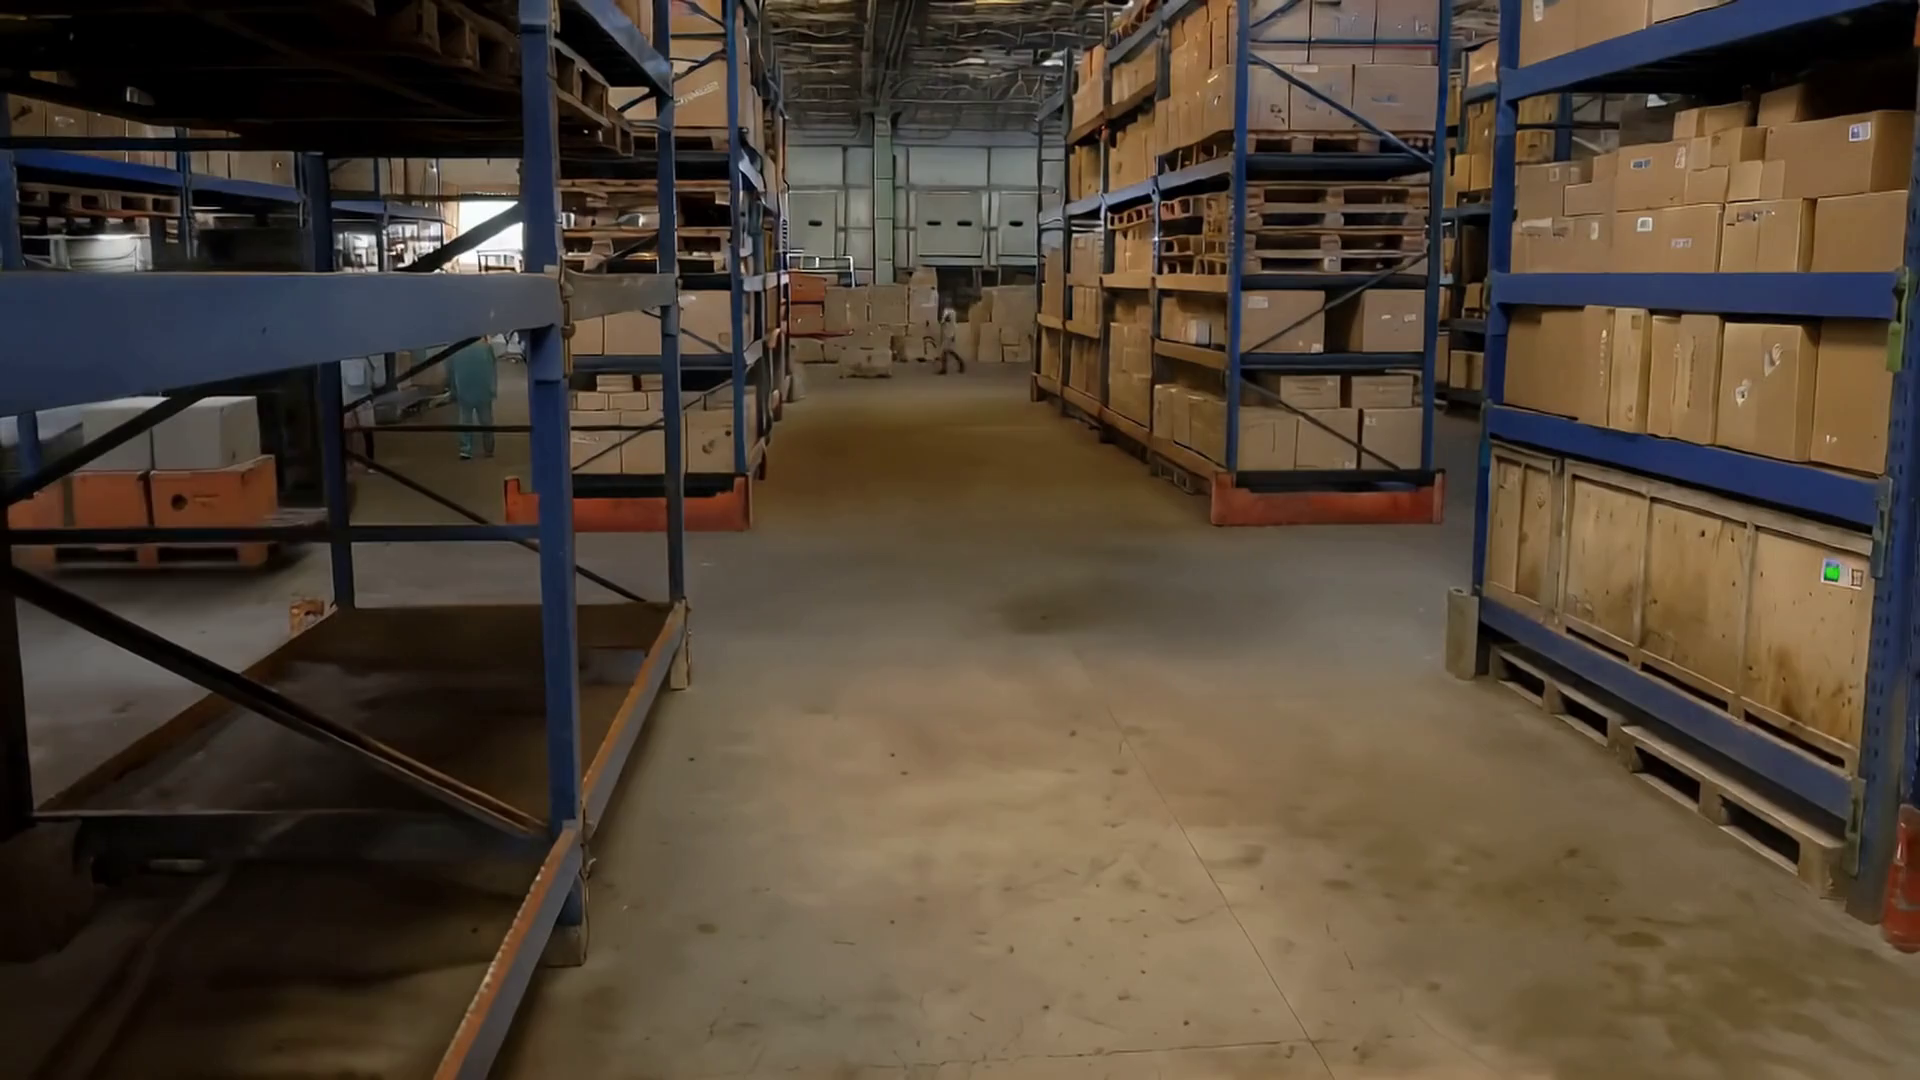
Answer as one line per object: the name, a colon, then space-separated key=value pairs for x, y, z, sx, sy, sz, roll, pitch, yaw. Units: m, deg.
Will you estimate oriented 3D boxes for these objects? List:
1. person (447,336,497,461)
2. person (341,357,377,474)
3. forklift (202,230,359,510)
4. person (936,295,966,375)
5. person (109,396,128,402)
person: x=-6.349 y=-1.986 z=21.643 sx=0.636 sy=1.911 sz=0.405 roll=-5 pitch=10 yaw=-29
person: x=-7.288 y=-1.625 z=20.033 sx=0.532 sy=1.698 sz=0.319 roll=-6 pitch=11 yaw=-32
forklift: x=-6.600 y=-1.553 z=15.883 sx=1.129 sy=2.768 sz=1.873 roll=-1 pitch=9 yaw=-4
person: x=-0.235 y=-4.922 z=39.970 sx=0.662 sy=1.950 sz=0.608 roll=5 pitch=11 yaw=31
person: x=-14.963 y=-3.336 z=29.704 sx=0.535 sy=2.000 sz=0.674 roll=4 pitch=10 yaw=26
